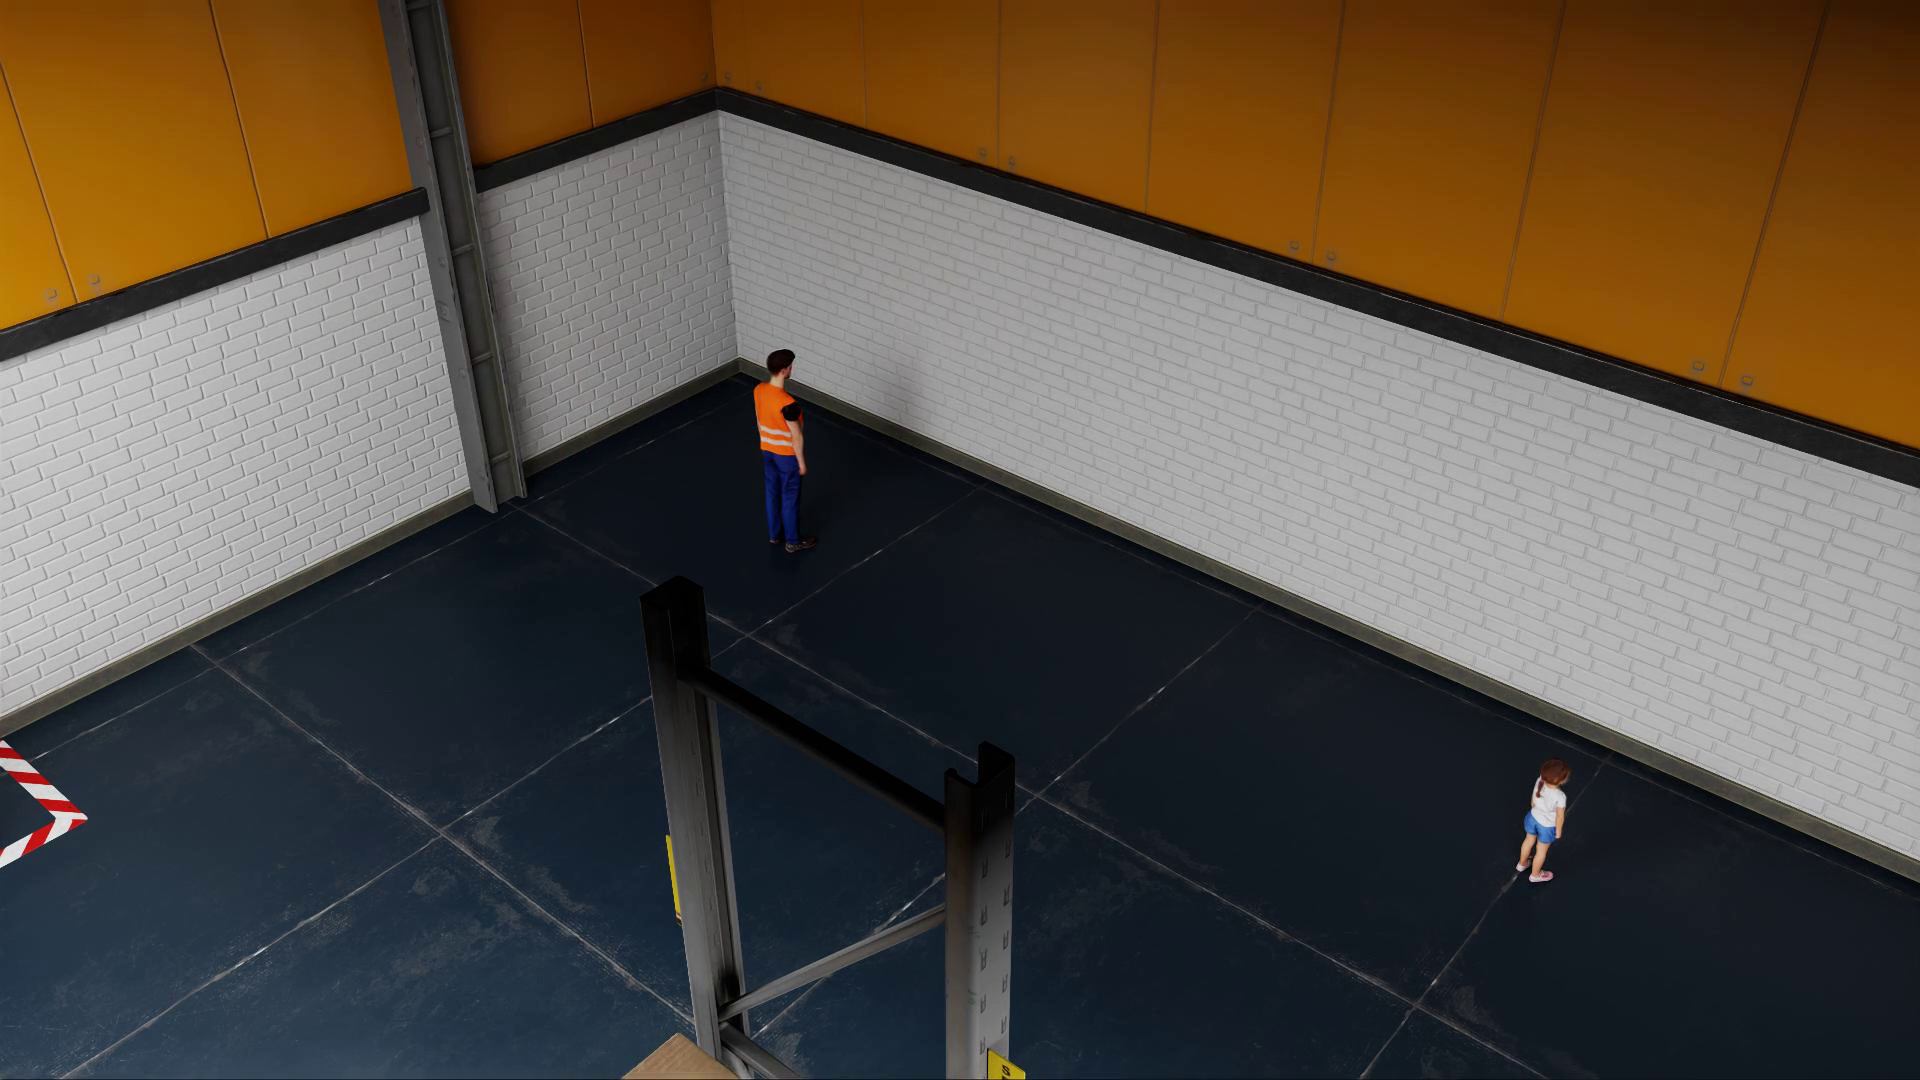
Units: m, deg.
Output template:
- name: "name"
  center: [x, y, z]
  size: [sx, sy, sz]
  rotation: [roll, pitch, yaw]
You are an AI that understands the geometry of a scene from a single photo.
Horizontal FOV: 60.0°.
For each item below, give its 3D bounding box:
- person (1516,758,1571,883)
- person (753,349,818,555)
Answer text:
- name: "person"
  center: [3.894, 1.851, 11.087]
  size: [0.508, 1.019, 0.481]
  rotation: [-15, 36, -21]
- name: "person"
  center: [-1.526, -0.753, 14.227]
  size: [0.678, 1.880, 0.619]
  rotation: [27, 42, 34]
